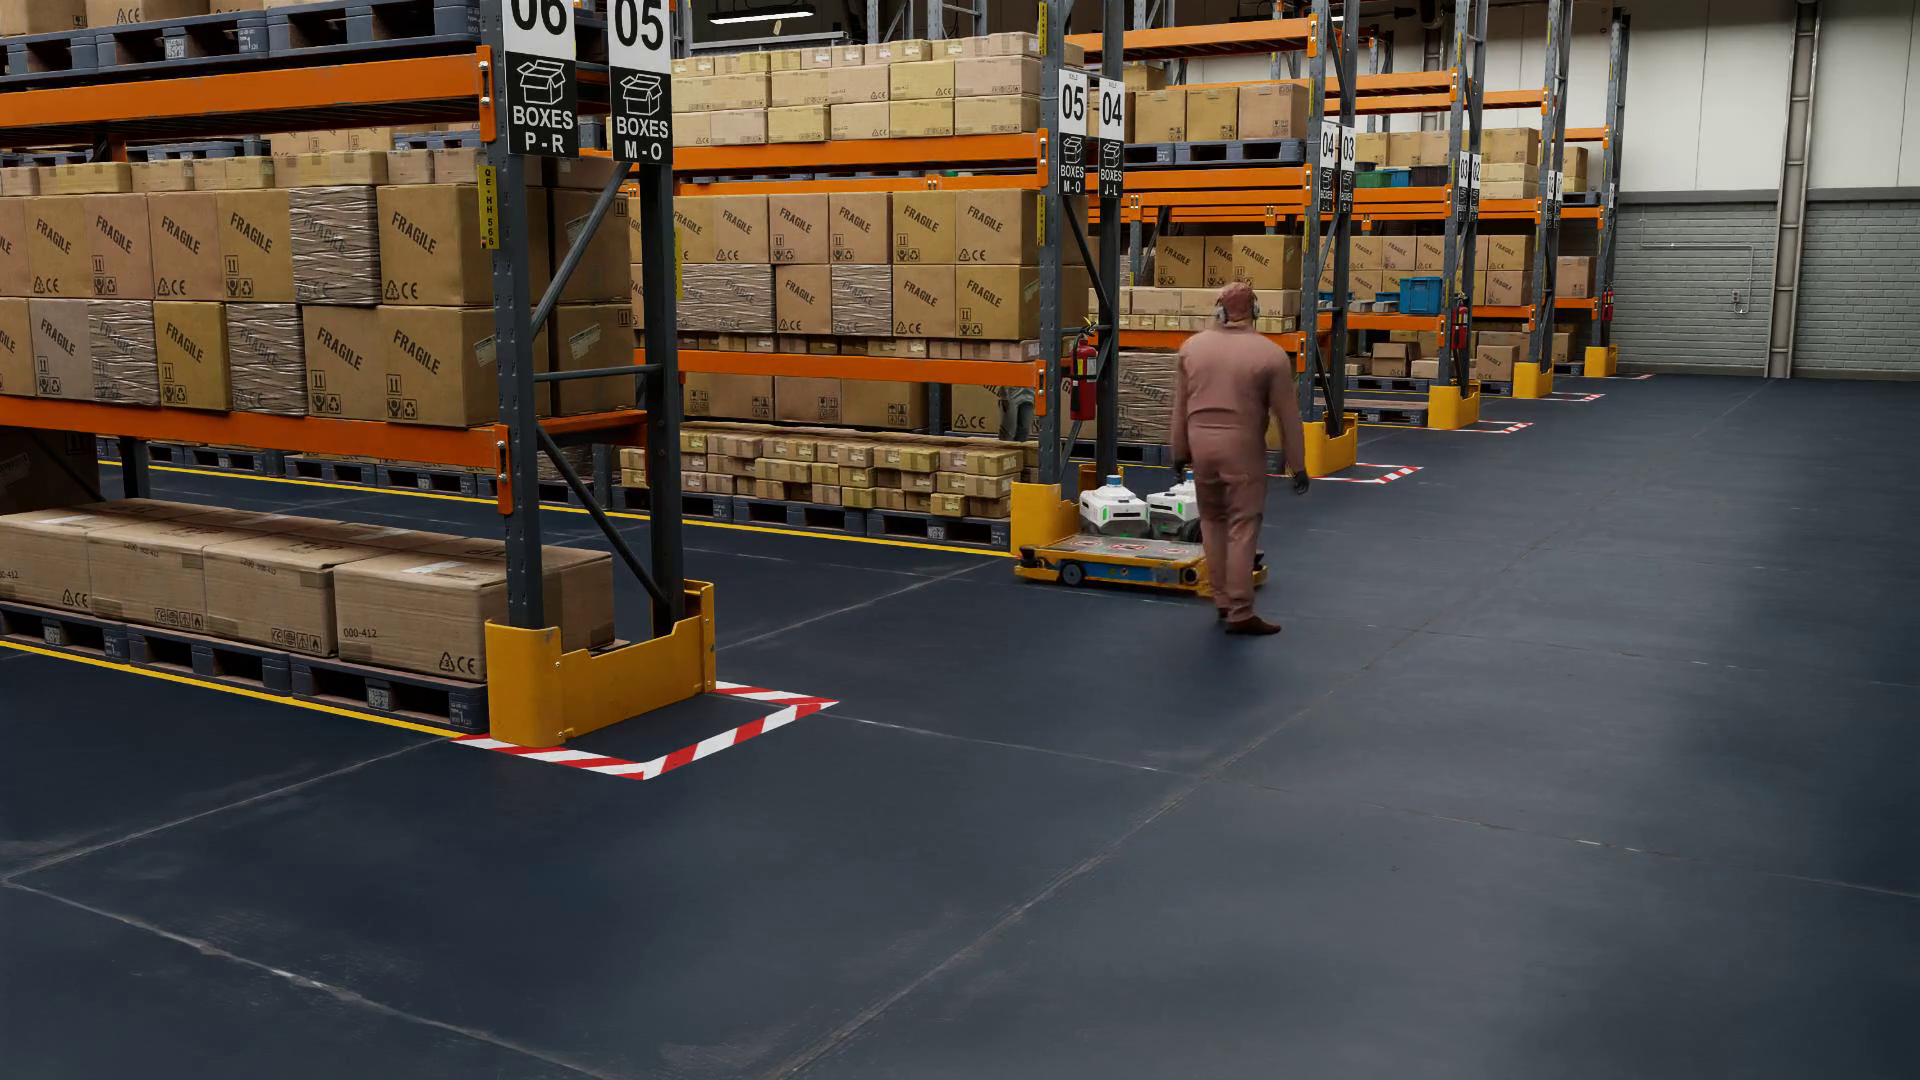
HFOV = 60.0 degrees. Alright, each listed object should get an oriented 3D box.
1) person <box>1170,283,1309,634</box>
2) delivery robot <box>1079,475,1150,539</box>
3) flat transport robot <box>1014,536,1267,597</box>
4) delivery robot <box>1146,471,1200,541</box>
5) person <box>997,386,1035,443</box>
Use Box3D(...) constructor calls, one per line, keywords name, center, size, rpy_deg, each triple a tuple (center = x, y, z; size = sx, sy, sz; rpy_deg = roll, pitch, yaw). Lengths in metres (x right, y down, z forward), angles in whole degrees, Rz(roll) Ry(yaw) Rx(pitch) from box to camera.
Box3D(name="person", center=(1.552, -0.448, 9.076), size=(0.742, 1.878, 0.640), rpy_deg=(7, 12, 35))
Box3D(name="delivery robot", center=(1.034, -0.193, 11.186), size=(0.477, 0.478, 0.707), rpy_deg=(-1, 10, -9))
Box3D(name="flat transport robot", center=(1.119, 0.143, 10.323), size=(1.431, 0.197, 0.652), rpy_deg=(5, 11, 28))
Box3D(name="delivery robot", center=(1.603, -0.231, 11.408), size=(0.707, 0.478, 0.477), rpy_deg=(-9, 13, -43))
Box3D(name="person", center=(0.513, -1.227, 14.037), size=(0.312, 1.744, 0.487), rpy_deg=(8, 12, 39))
